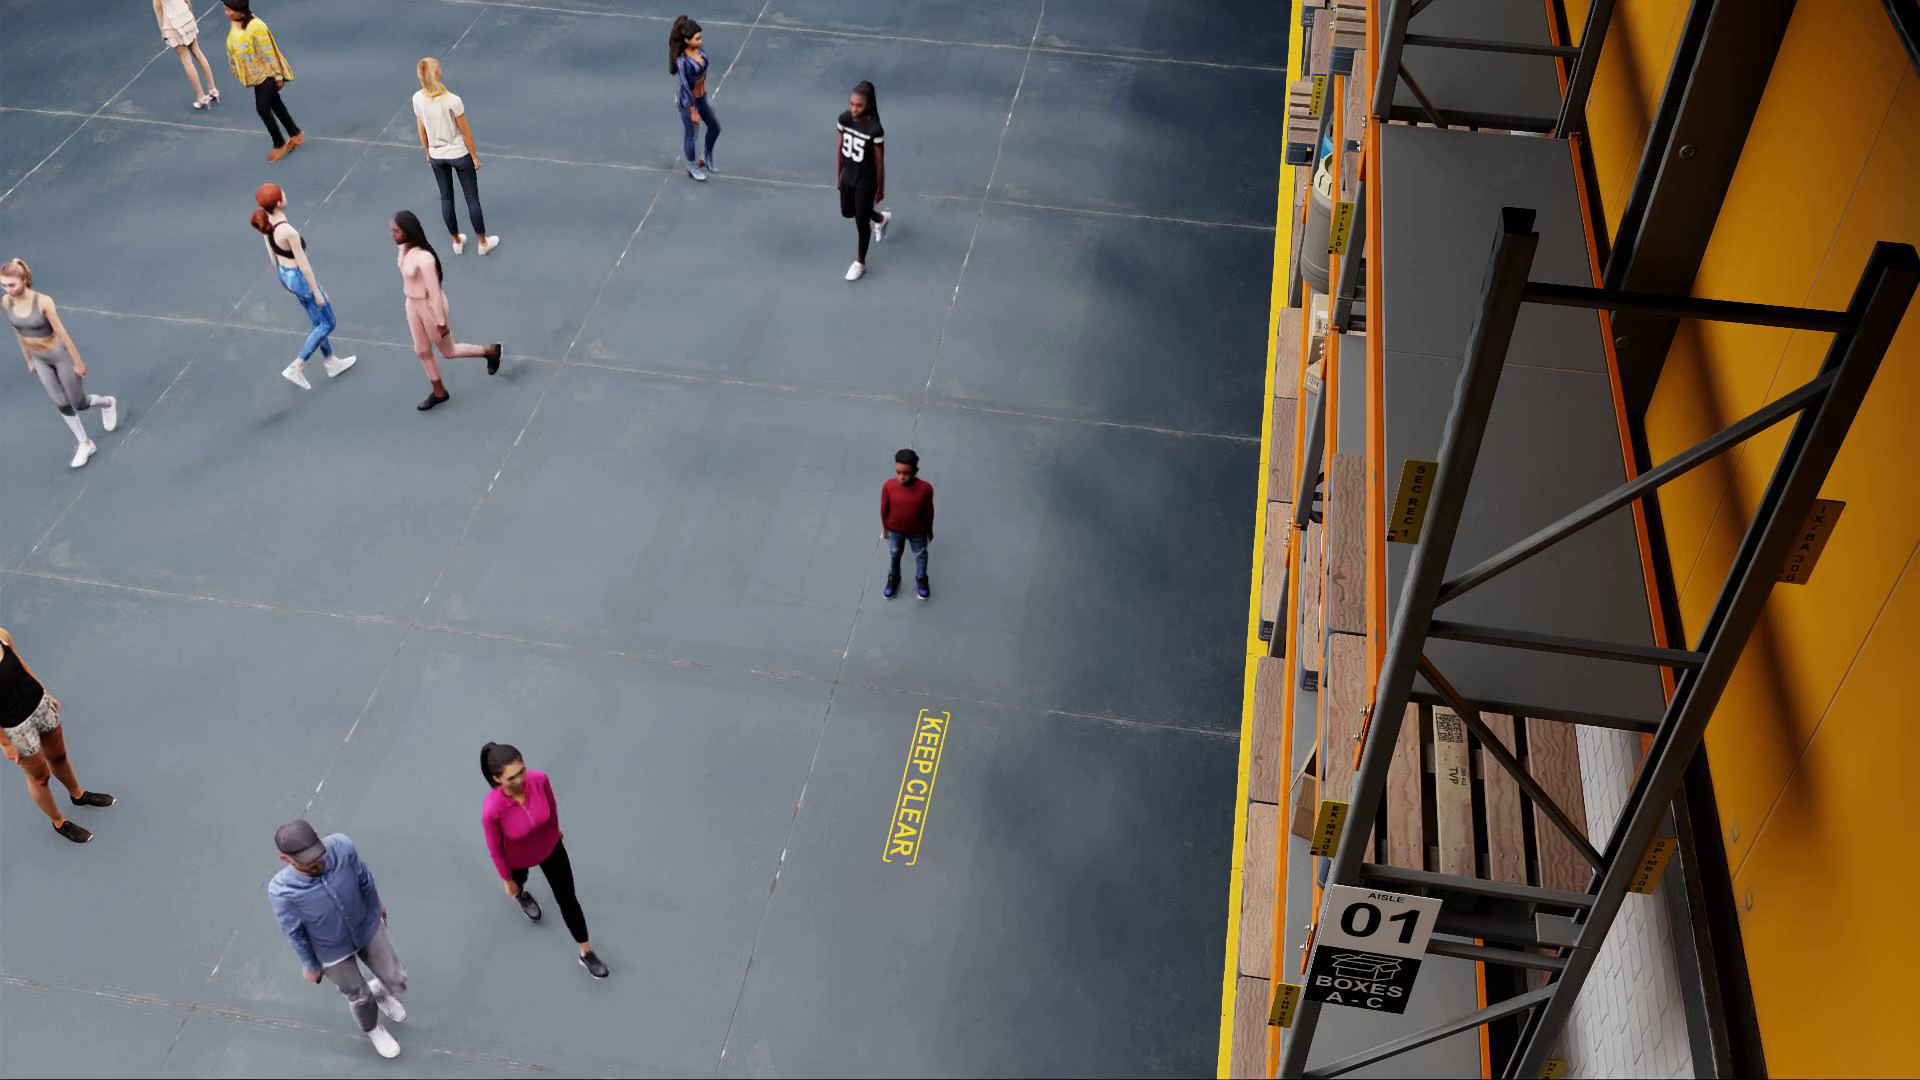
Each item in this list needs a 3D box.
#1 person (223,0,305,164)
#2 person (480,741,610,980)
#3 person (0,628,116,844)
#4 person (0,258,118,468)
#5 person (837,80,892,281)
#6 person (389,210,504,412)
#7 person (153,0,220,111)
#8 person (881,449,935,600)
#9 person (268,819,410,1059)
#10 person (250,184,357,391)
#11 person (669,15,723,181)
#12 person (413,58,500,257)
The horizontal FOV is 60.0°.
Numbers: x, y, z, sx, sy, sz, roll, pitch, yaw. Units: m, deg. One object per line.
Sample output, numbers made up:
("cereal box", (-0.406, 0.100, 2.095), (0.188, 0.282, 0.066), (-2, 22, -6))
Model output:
("person", (-6.404, -4.352, 15.447), (0.876, 1.636, 0.925), (31, 51, 28))
("person", (-2.417, 1.667, 9.123), (1.110, 1.655, 1.084), (-33, 53, -30))
("person", (-5.448, 1.027, 9.649), (0.669, 1.846, 0.453), (7, 44, 8))
("person", (-6.638, -1.373, 12.276), (0.586, 1.696, 0.833), (6, 44, 6))
("person", (-0.802, -3.068, 14.041), (0.851, 1.717, 1.042), (24, 49, 23))
("person", (-3.981, -1.777, 12.698), (1.112, 1.700, 0.998), (-32, 52, -29))
("person", (-7.534, -4.987, 16.043), (0.671, 1.733, 0.528), (16, 46, 16))
("person", (-0.353, -0.118, 11.279), (0.518, 1.255, 0.498), (3, 44, 3))
("person", (-3.230, 1.994, 8.610), (0.862, 1.879, 0.773), (31, 52, 29))
("person", (-5.115, -1.897, 12.778), (0.810, 1.773, 0.987), (26, 50, 25))
("person", (-2.479, -3.993, 15.087), (0.761, 1.613, 0.632), (19, 47, 19))
("person", (-4.342, -3.253, 14.169), (0.613, 1.808, 0.496), (5, 44, 5))
